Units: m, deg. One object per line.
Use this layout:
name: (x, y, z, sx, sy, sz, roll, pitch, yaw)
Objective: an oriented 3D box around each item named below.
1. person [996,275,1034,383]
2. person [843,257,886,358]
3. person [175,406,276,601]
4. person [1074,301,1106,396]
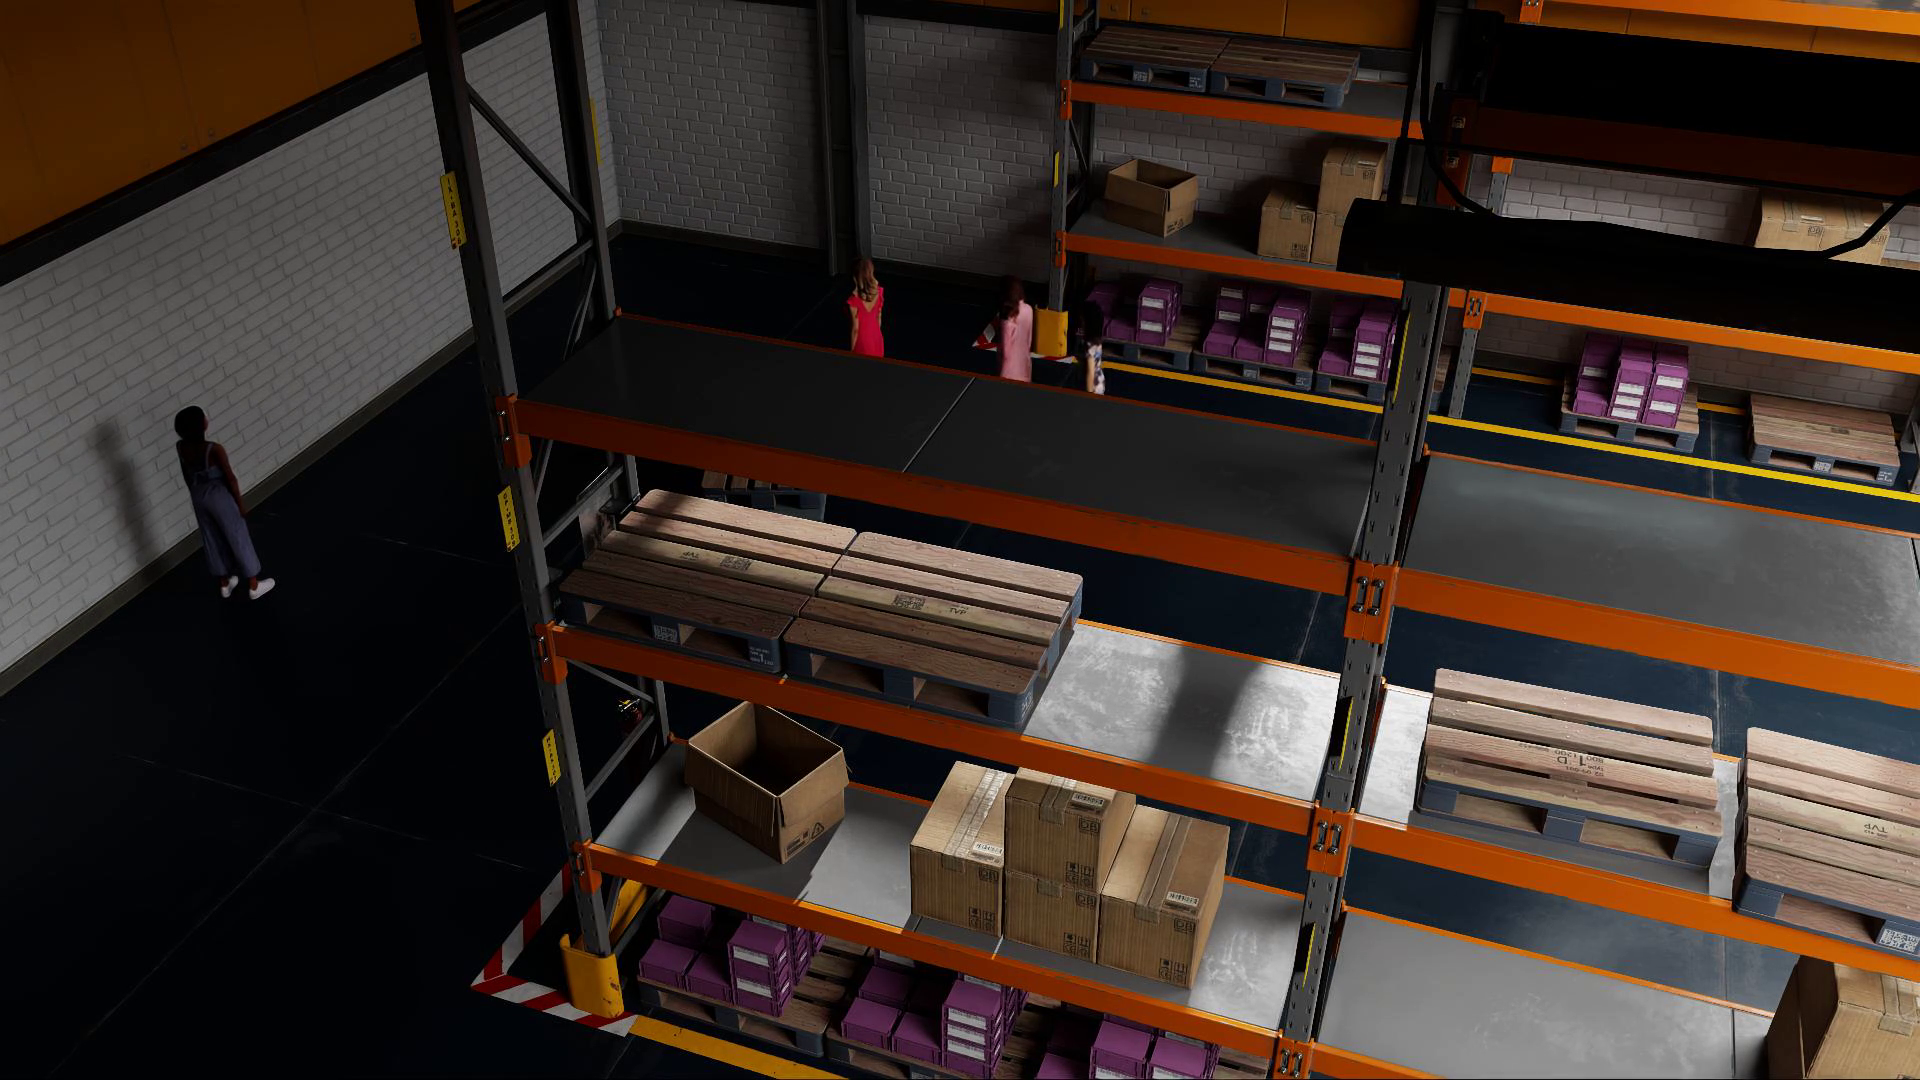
person: (0.482, -1.498, 14.704, 0.618, 1.801, 0.676, 22, 40, 30)
person: (-0.846, -1.781, 15.195, 0.653, 1.728, 0.645, 27, 42, 34)
person: (-5.804, -0.292, 12.984, 0.494, 1.696, 0.668, 6, 34, 9)
person: (1.201, -1.289, 14.482, 1.122, 1.698, 0.726, 9, 35, 13)
